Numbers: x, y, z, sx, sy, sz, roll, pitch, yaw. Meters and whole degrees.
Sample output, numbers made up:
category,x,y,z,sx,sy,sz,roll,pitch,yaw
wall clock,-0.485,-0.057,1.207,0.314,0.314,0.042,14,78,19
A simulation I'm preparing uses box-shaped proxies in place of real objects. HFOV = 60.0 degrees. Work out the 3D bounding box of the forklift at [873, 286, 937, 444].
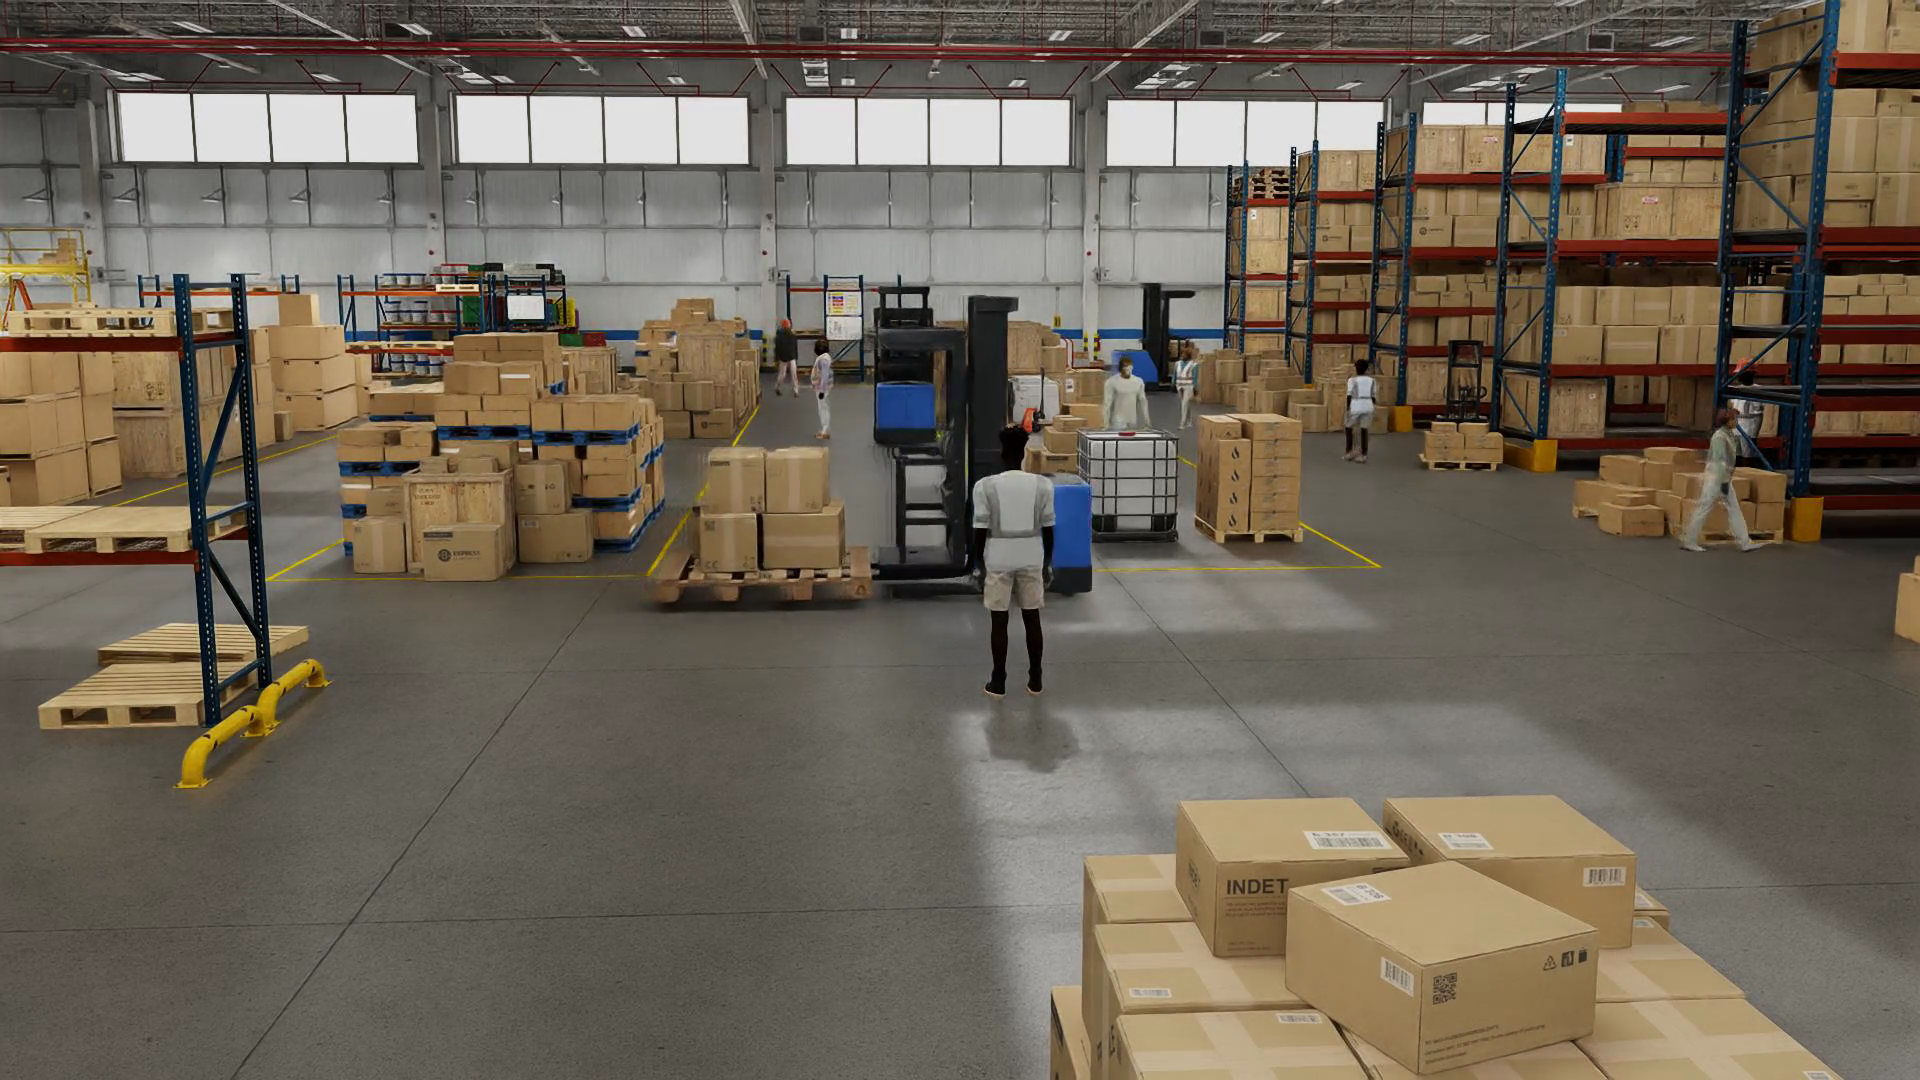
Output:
category,x,y,z,sx,sy,sz,roll,pitch,yaw
forklift,-1.009,-3.204,30.151,1.129,2.768,1.873,-1,9,-4

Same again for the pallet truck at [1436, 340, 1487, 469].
category,x,y,z,sx,sy,sz,roll,pitch,yaw
pallet truck,8.004,-2.170,26.422,0.823,1.965,1.885,2,9,14

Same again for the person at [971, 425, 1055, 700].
category,x,y,z,sx,sy,sz,roll,pitch,yaw
person,0.379,0.160,11.885,0.610,1.964,0.366,-2,9,-10

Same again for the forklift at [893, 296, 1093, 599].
category,x,y,z,sx,sy,sz,roll,pitch,yaw
forklift,0.277,-0.909,15.741,1.873,2.768,1.129,-1,9,-4

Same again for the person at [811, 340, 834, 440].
category,x,y,z,sx,sy,sz,roll,pitch,yaw
person,-2.546,-2.767,30.748,0.429,1.830,0.679,-1,9,-4

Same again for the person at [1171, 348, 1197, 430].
category,x,y,z,sx,sy,sz,roll,pitch,yaw
person,4.462,-2.990,32.763,0.517,1.612,0.709,8,12,40

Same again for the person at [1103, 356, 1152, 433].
category,x,y,z,sx,sy,sz,roll,pitch,yaw
person,2.357,-1.655,23.536,0.647,1.884,1.021,-5,10,-30

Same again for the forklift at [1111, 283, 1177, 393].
category,x,y,z,sx,sy,sz,roll,pitch,yaw
forklift,4.861,-5.178,42.540,1.873,2.768,1.129,-1,9,-4

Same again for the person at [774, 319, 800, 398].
category,x,y,z,sx,sy,sz,roll,pitch,yaw
person,-4.303,-4.477,41.060,0.633,1.959,0.890,-6,11,-33

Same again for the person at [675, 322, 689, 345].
category,x,y,z,sx,sy,sz,roll,pitch,yaw
person,-6.829,-4.394,40.795,0.544,1.874,1.020,9,13,44

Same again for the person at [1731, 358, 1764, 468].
category,x,y,z,sx,sy,sz,roll,pitch,yaw
person,10.307,-1.420,21.897,0.362,1.935,0.553,-1,9,-8

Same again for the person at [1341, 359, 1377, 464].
category,x,y,z,sx,sy,sz,roll,pitch,yaw
person,6.444,-2.083,26.870,0.551,1.669,0.633,-2,9,-12

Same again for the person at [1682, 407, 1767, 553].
category,x,y,z,sx,sy,sz,roll,pitch,yaw
person,8.312,-0.634,18.044,0.853,1.591,0.546,7,11,37
